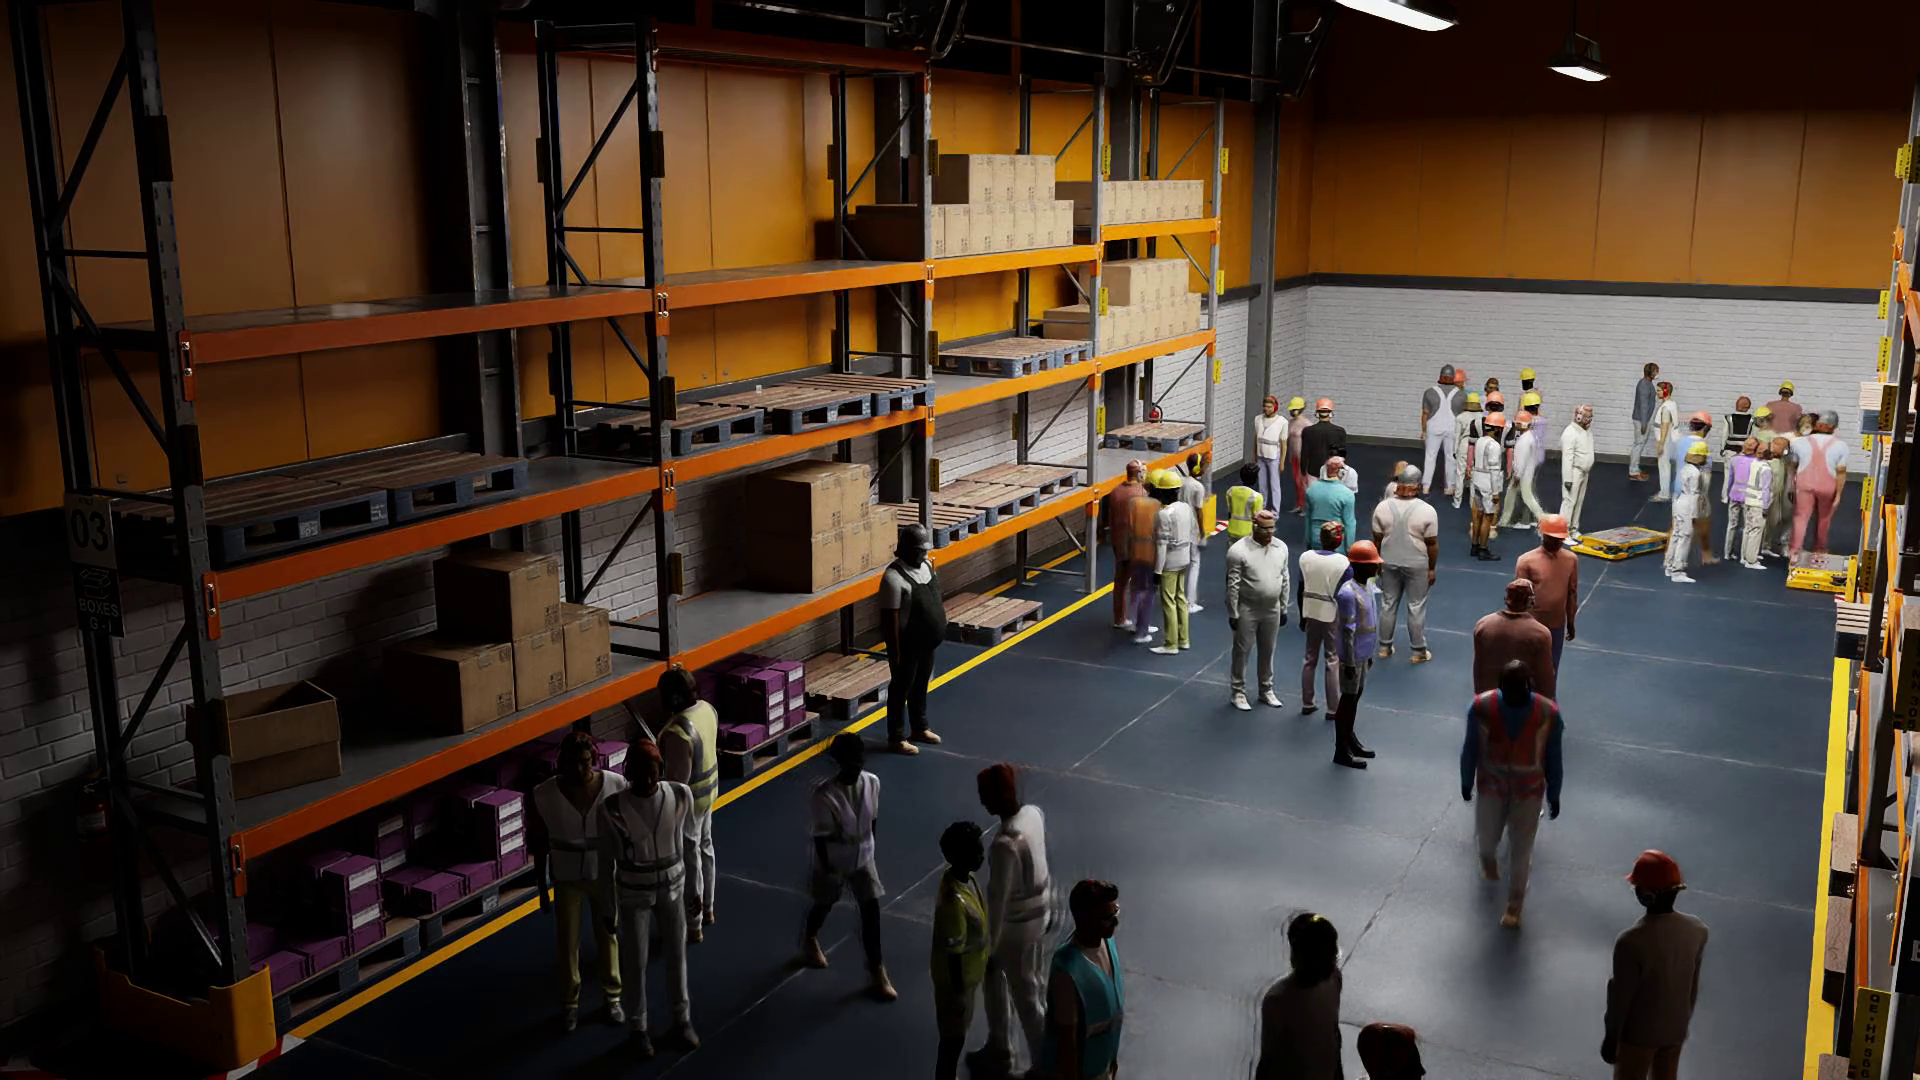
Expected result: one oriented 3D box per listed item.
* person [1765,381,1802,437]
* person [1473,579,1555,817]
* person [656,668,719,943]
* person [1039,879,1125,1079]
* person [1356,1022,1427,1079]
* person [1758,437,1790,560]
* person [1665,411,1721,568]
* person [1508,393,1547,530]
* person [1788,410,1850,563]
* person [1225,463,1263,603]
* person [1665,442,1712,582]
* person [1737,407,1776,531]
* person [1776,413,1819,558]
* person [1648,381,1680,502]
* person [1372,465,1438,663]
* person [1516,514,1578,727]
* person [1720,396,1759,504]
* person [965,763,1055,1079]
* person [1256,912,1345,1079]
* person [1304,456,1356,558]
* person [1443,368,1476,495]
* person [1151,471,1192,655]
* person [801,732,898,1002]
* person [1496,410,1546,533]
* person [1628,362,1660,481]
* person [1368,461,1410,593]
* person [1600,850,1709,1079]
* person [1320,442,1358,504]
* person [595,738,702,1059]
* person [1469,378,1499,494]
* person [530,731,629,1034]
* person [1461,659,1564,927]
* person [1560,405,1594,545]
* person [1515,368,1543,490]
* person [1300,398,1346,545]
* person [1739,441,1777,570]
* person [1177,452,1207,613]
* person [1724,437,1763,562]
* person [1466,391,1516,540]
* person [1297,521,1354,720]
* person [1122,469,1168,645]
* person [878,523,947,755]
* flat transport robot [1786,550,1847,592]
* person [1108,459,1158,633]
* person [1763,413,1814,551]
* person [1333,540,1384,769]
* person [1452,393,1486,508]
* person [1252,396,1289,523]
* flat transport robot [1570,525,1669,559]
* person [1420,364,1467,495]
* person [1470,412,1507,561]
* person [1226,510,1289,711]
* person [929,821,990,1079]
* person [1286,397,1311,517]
[{"bbox_3d":[12.785,-1.597,25.913,0.534,1.757,0.337,6,14,25],"label":"person"},{"bbox_3d":[4.300,1.232,12.910,0.639,1.903,0.406,12,17,42],"label":"person"},{"bbox_3d":[-1.801,1.722,10.865,0.429,1.839,0.622,2,13,10],"label":"person"},{"bbox_3d":[0.572,2.427,7.682,0.389,1.846,0.566,5,13,20],"label":"person"},{"bbox_3d":[1.587,2.712,6.321,0.355,1.885,0.575,2,13,8],"label":"person"},{"bbox_3d":[10.482,-0.545,21.509,0.502,1.616,0.349,-8,15,-33],"label":"person"},{"bbox_3d":[9.324,-0.631,21.051,0.917,1.991,0.636,-6,14,-26],"label":"person"},{"bbox_3d":[7.993,-1.106,23.356,0.394,1.913,0.591,10,16,39],"label":"person"},{"bbox_3d":[10.970,-0.714,21.304,0.687,2.000,1.015,10,16,37],"label":"person"},{"bbox_3d":[3.275,-0.056,19.161,0.319,1.686,0.541,-10,16,-37],"label":"person"},{"bbox_3d":[8.950,-0.354,20.394,0.375,1.730,0.487,2,13,11],"label":"person"},{"bbox_3d":[11.205,-0.987,23.313,0.637,1.731,0.554,1,13,4],"label":"person"},{"bbox_3d":[10.911,-0.712,21.597,0.586,1.912,0.382,-6,14,-25],"label":"person"},{"bbox_3d":[10.710,-1.488,25.247,0.391,1.836,0.561,6,14,24],"label":"person"},{"bbox_3d":[4.596,0.231,17.074,0.674,2.000,0.535,9,15,35],"label":"person"},{"bbox_3d":[5.270,0.730,14.968,0.615,1.987,0.407,-3,13,-13],"label":"person"},{"bbox_3d":[11.713,-1.342,25.022,0.521,1.639,0.311,6,14,25],"label":"person"},{"bbox_3d":[0.257,2.104,9.130,0.745,1.842,0.643,4,13,18],"label":"person"},{"bbox_3d":[1.475,2.483,7.450,0.802,1.839,0.507,12,17,43],"label":"person"},{"bbox_3d":[4.091,0.021,18.347,0.400,1.900,0.650,-10,16,-37],"label":"person"},{"bbox_3d":[7.783,-1.715,25.964,0.604,1.971,0.859,6,14,23],"label":"person"},{"bbox_3d":[2.187,0.238,17.332,0.405,1.918,0.590,8,15,33],"label":"person"},{"bbox_3d":[-0.737,1.948,10.252,0.537,1.658,0.849,-9,15,-34],"label":"person"},{"bbox_3d":[7.849,-0.934,23.050,0.828,1.727,0.567,3,13,13],"label":"person"},{"bbox_3d":[11.095,-1.925,26.993,0.367,1.932,0.623,5,14,22],"label":"person"},{"bbox_3d":[5.220,-0.155,19.839,0.890,1.581,0.525,-3,13,-14],"label":"person"},{"bbox_3d":[3.376,2.365,8.194,0.568,1.743,0.351,-6,14,-24],"label":"person"},{"bbox_3d":[4.641,-0.374,20.561,0.541,1.695,0.316,12,17,43],"label":"person"},{"bbox_3d":[-1.762,2.017,9.452,0.586,1.879,0.357,-7,14,-28],"label":"person"},{"bbox_3d":[8.137,-1.592,25.688,0.507,1.842,0.351,-5,14,-22],"label":"person"},{"bbox_3d":[-2.198,1.975,9.739,0.566,1.838,0.385,-5,13,-19],"label":"person"},{"bbox_3d":[3.730,1.642,11.264,0.657,1.817,0.631,5,14,22],"label":"person"},{"bbox_3d":[8.306,-0.878,22.376,0.397,1.897,0.652,12,17,42],"label":"person"},{"bbox_3d":[8.905,-1.739,26.155,0.381,1.923,0.592,12,17,43],"label":"person"},{"bbox_3d":[4.855,-0.903,22.272,0.608,1.988,0.387,2,13,8],"label":"person"},{"bbox_3d":[10.084,-0.440,21.008,0.312,1.632,0.525,1,13,6],"label":"person"},{"bbox_3d":[2.611,-0.092,18.956,0.338,1.849,0.530,-7,14,-27],"label":"person"},{"bbox_3d":[10.047,-0.506,21.304,0.316,1.631,0.532,-7,14,-27],"label":"person"},{"bbox_3d":[7.222,-1.016,22.688,0.613,2.033,0.412,3,13,15],"label":"person"},{"bbox_3d":[3.338,0.736,15.258,0.564,1.843,0.394,12,17,43],"label":"person"},{"bbox_3d":[2.036,0.175,17.641,0.608,1.897,0.505,10,16,38],"label":"person"},{"bbox_3d":[-0.380,0.833,14.381,0.535,2.000,0.683,7,14,29],"label":"person"},{"bbox_3d":[10.563,0.372,20.440,0.652,0.197,1.431,7,14,28],"label":"flat transport robot"},{"bbox_3d":[1.903,0.063,18.130,0.400,1.909,0.643,-9,15,-35],"label":"person"},{"bbox_3d":[10.814,-0.727,21.649,0.658,1.911,0.534,-2,13,-8],"label":"person"},{"bbox_3d":[3.371,0.949,14.084,0.350,1.942,0.545,7,14,28],"label":"person"},{"bbox_3d":[7.593,-1.332,24.776,0.488,1.731,0.325,2,13,8],"label":"person"},{"bbox_3d":[4.424,-1.148,23.720,0.395,1.836,0.560,-11,17,-40],"label":"person"},{"bbox_3d":[8.811,0.024,21.998,1.431,0.197,0.652,-8,15,-32],"label":"flat transport robot"},{"bbox_3d":[7.503,-1.732,25.863,0.685,2.000,0.537,3,13,11],"label":"person"},{"bbox_3d":[6.835,-0.695,21.488,0.389,1.925,0.550,-1,13,-6],"label":"person"},{"bbox_3d":[2.794,0.650,15.529,0.647,1.900,0.400,-5,13,-20],"label":"person"},{"bbox_3d":[0.001,2.273,8.708,0.316,1.695,0.541,1,13,4],"label":"person"},{"bbox_3d":[4.929,-1.211,24.219,0.436,1.738,0.533,-5,14,-21],"label":"person"}]
